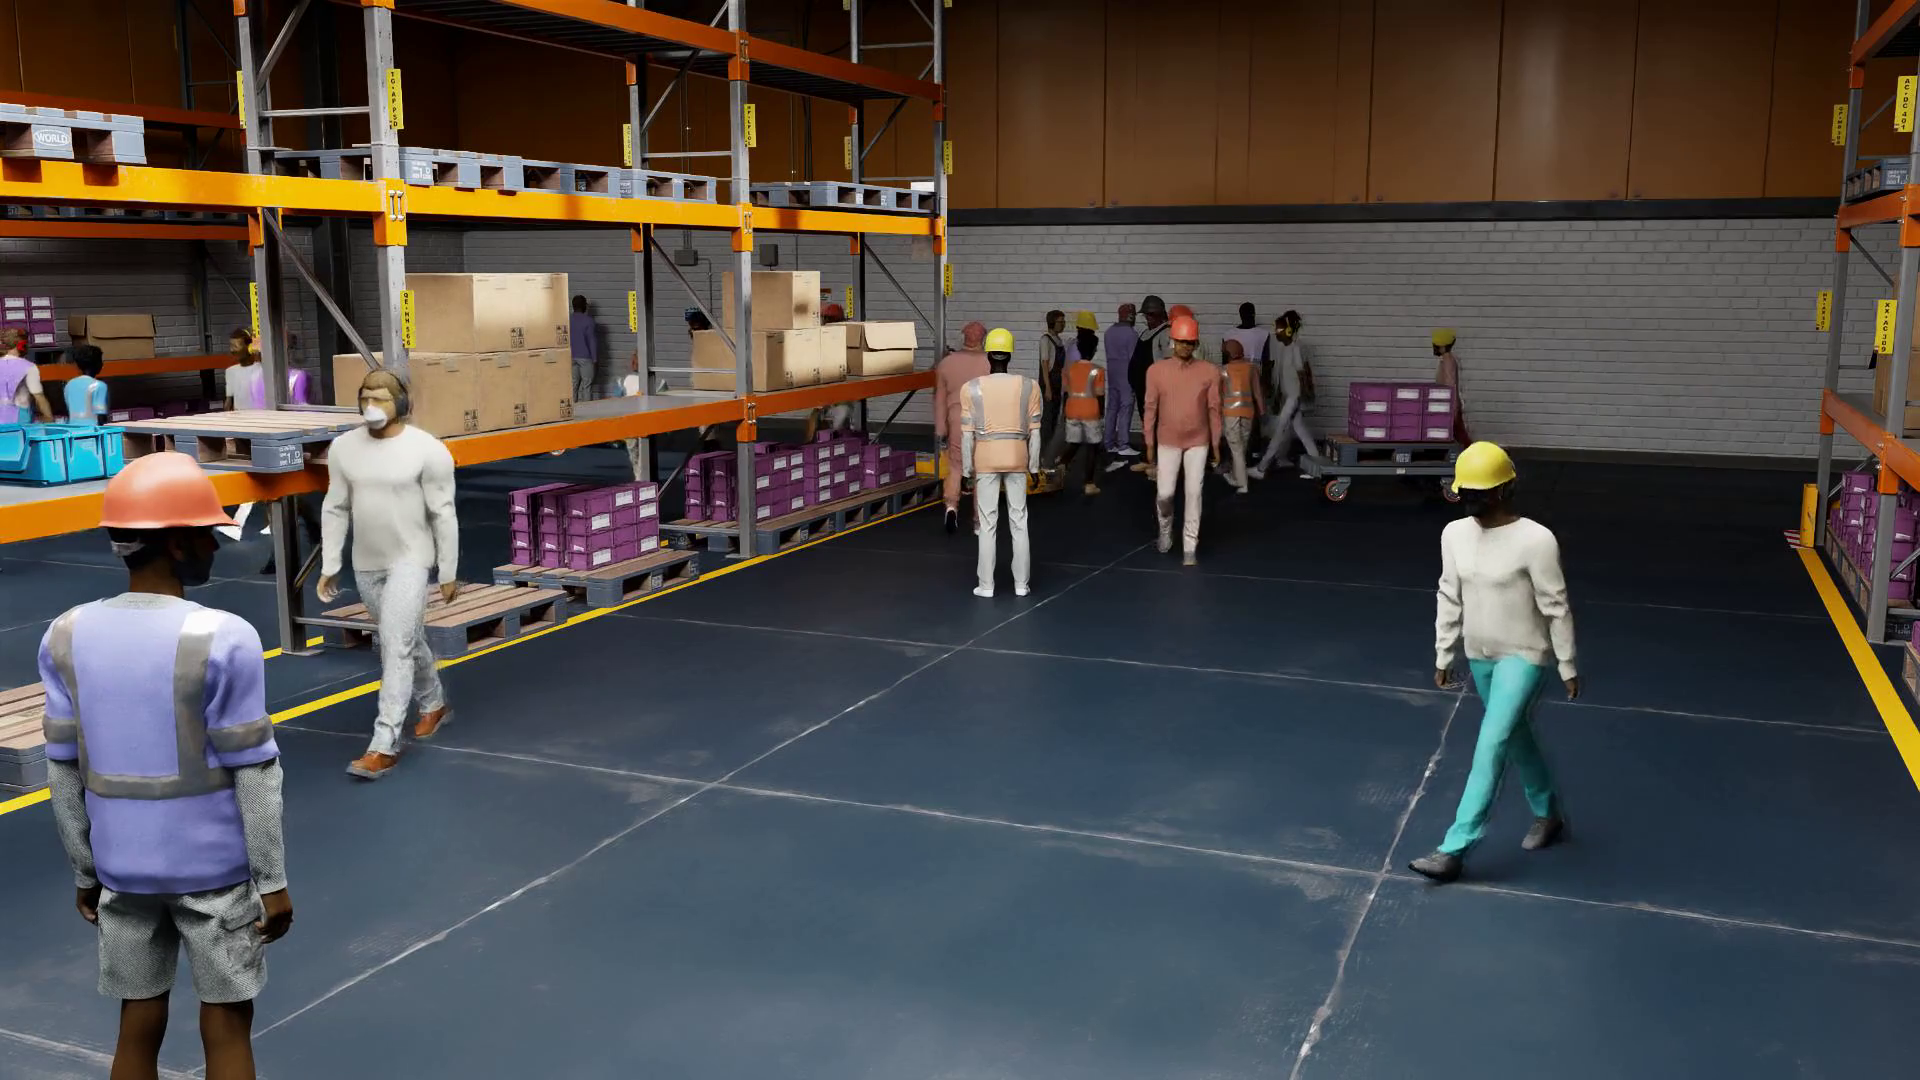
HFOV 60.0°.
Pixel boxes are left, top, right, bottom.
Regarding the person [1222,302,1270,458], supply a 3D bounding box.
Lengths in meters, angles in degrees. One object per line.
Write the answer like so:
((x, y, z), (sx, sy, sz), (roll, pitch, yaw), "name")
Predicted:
((3.525, -1.966, 20.535), (0.590, 1.917, 0.394), (2, 10, 12), "person")

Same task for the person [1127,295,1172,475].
((2.167, -1.761, 18.913), (0.538, 2.000, 0.690), (-3, 10, -20), "person")

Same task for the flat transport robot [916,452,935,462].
((-0.515, -0.848, 18.732), (0.652, 0.197, 1.431), (-7, 12, -37), "flat transport robot")

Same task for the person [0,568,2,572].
((-7.582, -0.652, 12.643), (0.684, 1.887, 0.466), (3, 10, 18), "person")

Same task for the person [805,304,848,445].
((-1.524, -1.939, 20.429), (0.937, 1.883, 0.586), (2, 10, 10), "person")

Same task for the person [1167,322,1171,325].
((2.733, -1.942, 20.812), (0.742, 1.787, 0.622), (-4, 10, -22), "person")

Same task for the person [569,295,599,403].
((-5.650, -2.679, 24.781), (0.627, 1.941, 0.370), (4, 10, 24), "person")

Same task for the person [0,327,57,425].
((-8.477, -1.025, 15.125), (0.597, 1.805, 0.887), (4, 10, 21), "person")

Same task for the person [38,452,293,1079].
((-1.856, 0.757, 3.973), (0.553, 1.934, 0.356), (1, 9, 8), "person")

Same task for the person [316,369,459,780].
((-2.710, 0.126, 7.967), (0.628, 1.895, 1.037), (3, 10, 15), "person")

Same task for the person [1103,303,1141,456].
((2.067, -2.007, 20.850), (0.398, 1.901, 0.647), (-6, 11, -31), "person")

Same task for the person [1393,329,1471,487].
((5.161, -1.387, 17.679), (0.945, 1.697, 0.543), (3, 10, 20), "person")

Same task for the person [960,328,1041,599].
((0.284, -0.536, 11.829), (0.584, 1.928, 0.373), (-1, 9, -7), "person")

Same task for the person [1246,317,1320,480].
((3.629, -1.557, 18.409), (0.991, 1.798, 0.545), (0, 9, -2), "person")

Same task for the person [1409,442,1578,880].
((2.136, 0.459, 6.516), (0.981, 1.706, 0.558), (-6, 11, -31), "person")

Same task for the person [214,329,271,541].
((-6.192, -0.908, 14.412), (0.554, 1.819, 0.971), (4, 10, 23), "person")

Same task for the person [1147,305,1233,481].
((2.542, -1.603, 18.256), (0.870, 1.955, 0.626), (-2, 10, -14), "person")

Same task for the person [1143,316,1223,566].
((1.770, -0.788, 13.222), (0.620, 1.980, 0.501), (1, 9, 5), "person")

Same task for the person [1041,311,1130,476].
((1.375, -1.608, 18.528), (1.024, 1.856, 0.635), (2, 9, 9), "person")

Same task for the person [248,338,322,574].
((-5.228, -0.706, 12.881), (0.571, 1.920, 0.535), (2, 10, 14), "person")

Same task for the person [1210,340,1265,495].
((2.865, -1.292, 17.396), (0.545, 1.592, 0.835), (-3, 10, -15), "person")

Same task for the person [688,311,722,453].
((-2.495, -1.300, 16.494), (0.393, 1.930, 0.781), (-1, 9, -5), "person")

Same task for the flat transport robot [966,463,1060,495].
((0.328, -0.654, 17.554), (1.431, 0.197, 0.652), (9, 13, 42), "flat transport robot")

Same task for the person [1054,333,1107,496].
((1.233, -1.271, 17.019), (0.544, 1.678, 0.553), (7, 12, 36), "person")

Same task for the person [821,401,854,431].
((-1.366, -1.450, 18.302), (0.664, 1.601, 0.542), (-6, 11, -33), "person")

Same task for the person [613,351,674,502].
((-2.957, -0.994, 15.622), (0.534, 1.583, 0.877), (2, 10, 14), "person")

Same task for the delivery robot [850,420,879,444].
((-1.277, -1.163, 19.496), (0.477, 0.478, 0.707), (-8, 12, -41), "delivery robot")

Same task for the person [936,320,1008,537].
((0.109, -0.957, 14.487), (0.644, 1.897, 0.487), (2, 10, 14), "person")

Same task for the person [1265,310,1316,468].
((3.942, -1.781, 19.649), (0.517, 1.854, 0.669), (9, 13, 44), "person")

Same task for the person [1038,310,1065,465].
((1.121, -1.826, 19.901), (0.345, 1.845, 0.508), (4, 10, 21), "person")

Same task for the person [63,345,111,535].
((-7.678, -0.904, 14.848), (0.547, 1.652, 0.837), (4, 10, 24), "person")
